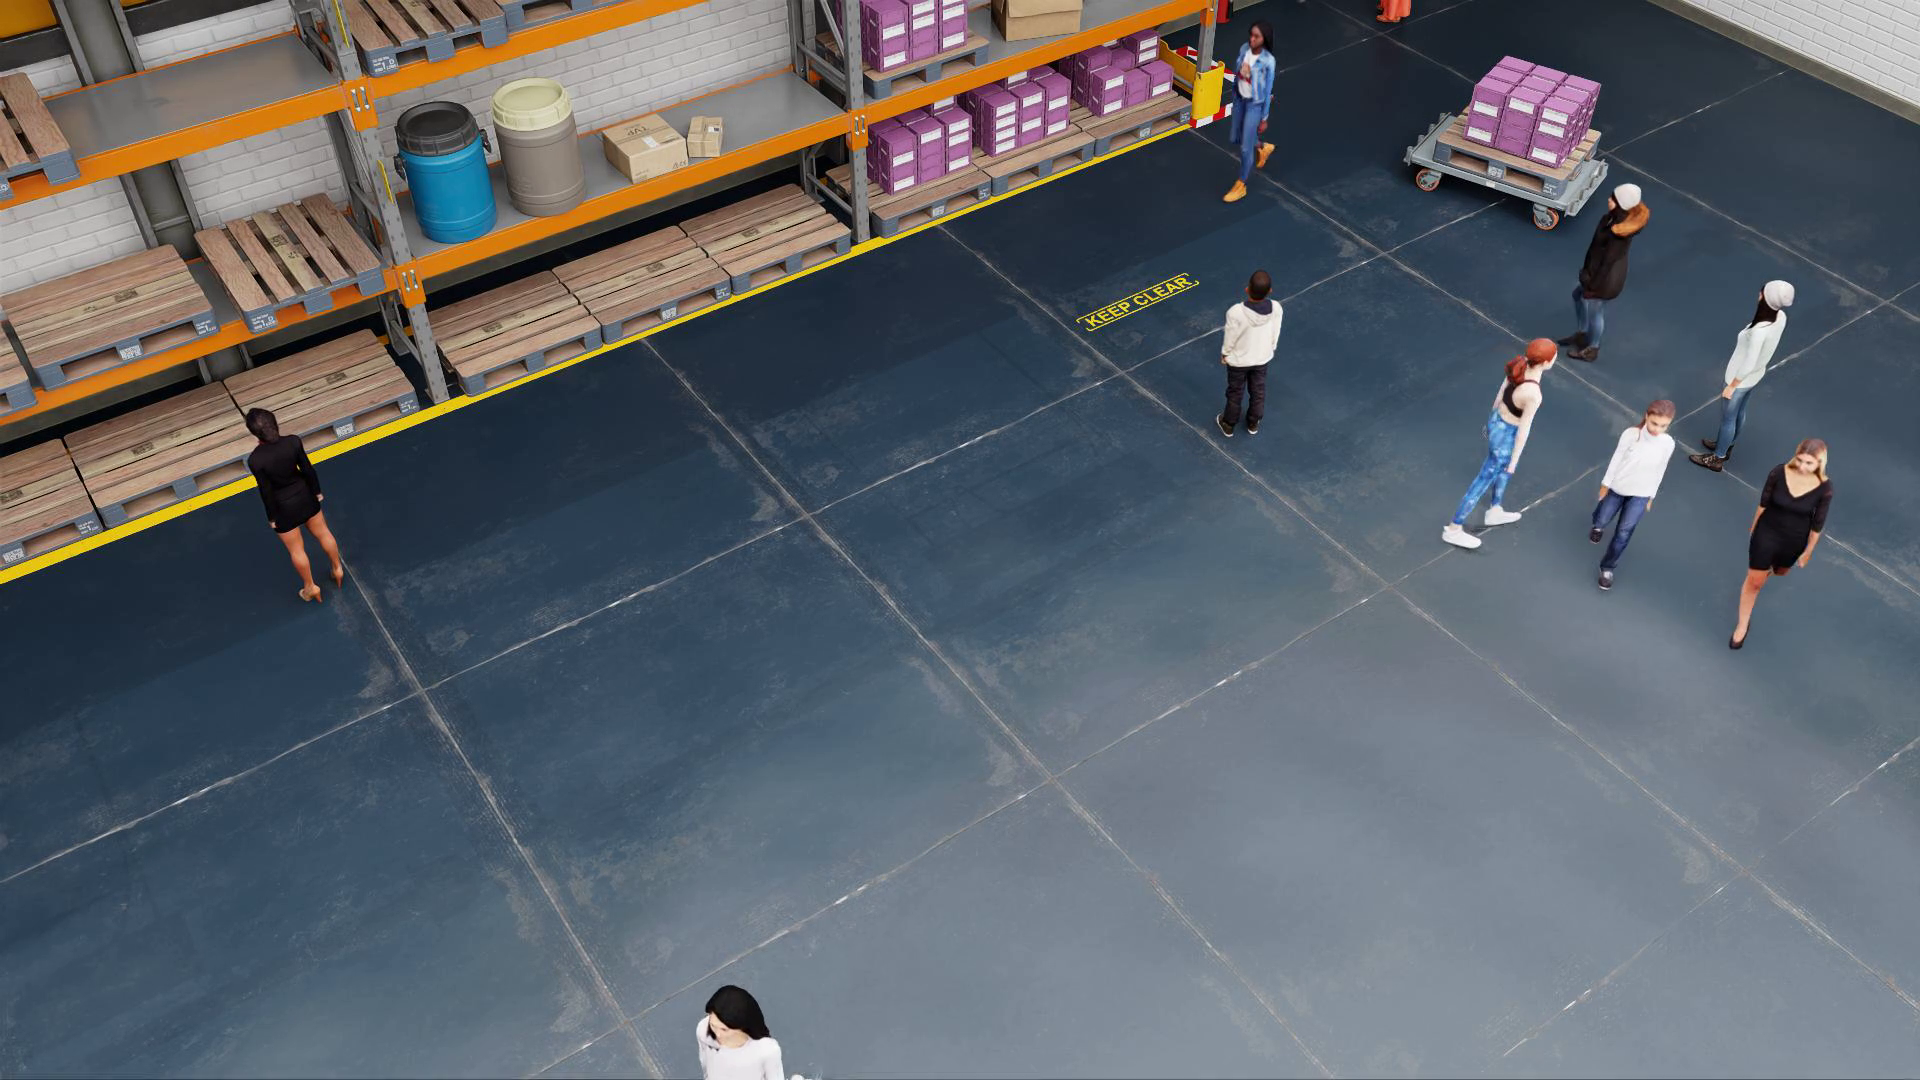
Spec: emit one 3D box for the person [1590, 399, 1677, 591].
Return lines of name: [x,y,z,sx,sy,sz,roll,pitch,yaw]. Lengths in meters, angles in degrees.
person: [4.622,-0.399,11.441,0.789,1.544,0.909,14,45,14]

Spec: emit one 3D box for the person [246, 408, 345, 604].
person: [-4.489,-0.236,11.199,0.694,1.640,0.632,30,51,27]

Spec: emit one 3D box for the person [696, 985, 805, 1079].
person: [-0.996,2.649,8.142,0.946,1.681,1.049,12,45,13]

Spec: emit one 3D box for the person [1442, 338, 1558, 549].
person: [3.725,-0.668,11.562,0.961,1.765,0.826,-1,44,-1]

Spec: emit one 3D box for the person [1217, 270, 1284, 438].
person: [2.188,-1.398,12.553,0.603,1.455,0.718,-5,44,-6]

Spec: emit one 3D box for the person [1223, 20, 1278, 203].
person: [2.683,-3.897,15.002,0.900,1.695,0.628,-29,50,-27]

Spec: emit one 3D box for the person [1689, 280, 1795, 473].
person: [5.769,-1.218,12.227,0.665,1.644,0.487,33,52,30]

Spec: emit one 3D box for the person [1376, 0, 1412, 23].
person: [4.698,-6.354,17.503,0.781,1.803,0.714,8,44,9]

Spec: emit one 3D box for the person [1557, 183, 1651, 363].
person: [5.175,-2.097,13.164,0.815,1.625,0.730,13,45,13]

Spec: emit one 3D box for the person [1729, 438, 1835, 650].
person: [5.439,-0.050,11.002,0.880,1.643,1.133,22,48,21]
